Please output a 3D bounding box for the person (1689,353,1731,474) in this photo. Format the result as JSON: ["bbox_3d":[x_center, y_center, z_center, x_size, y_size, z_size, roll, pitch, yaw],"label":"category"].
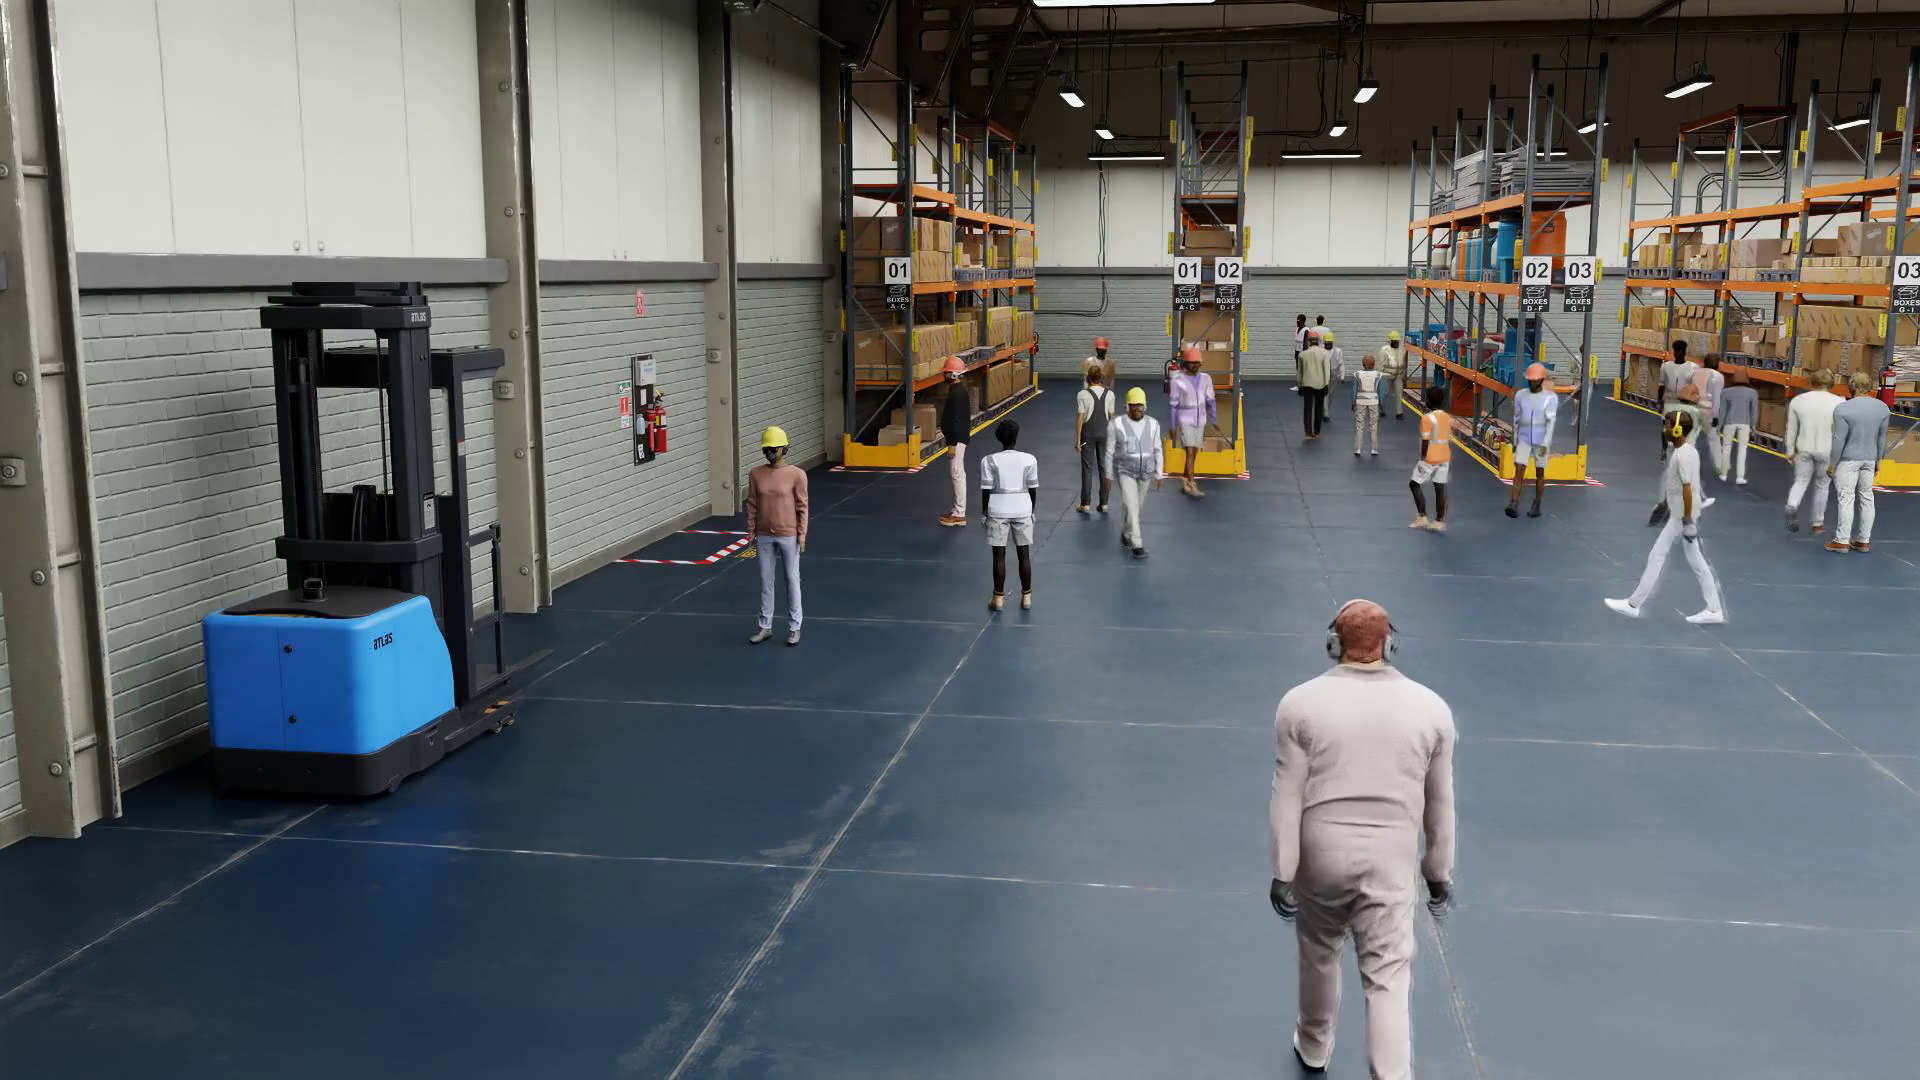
[{"bbox_3d":[11.054,-1.872,24.663,0.941,1.797,0.648,-4,10,-24],"label":"person"}]

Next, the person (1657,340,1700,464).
[{"bbox_3d":[11.122,-2.129,25.793,0.637,1.935,0.716,6,11,33],"label":"person"}]

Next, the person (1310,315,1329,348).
[{"bbox_3d":[9.268,-4.872,42.936,0.531,1.870,0.316,1,9,3],"label":"person"}]

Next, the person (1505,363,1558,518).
[{"bbox_3d":[6.918,-1.185,20.144,0.543,1.885,0.968,6,11,32],"label":"person"}]

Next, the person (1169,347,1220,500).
[{"bbox_3d":[3.113,-1.571,22.197,0.615,2.004,0.909,-4,10,-22],"label":"person"}]

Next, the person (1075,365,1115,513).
[{"bbox_3d":[1.688,-1.267,20.808,0.505,1.841,0.331,-3,10,-19],"label":"person"}]

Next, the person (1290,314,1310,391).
[{"bbox_3d":[8.580,-4.703,41.748,0.392,1.919,0.591,-2,9,-14],"label":"person"}]

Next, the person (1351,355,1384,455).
[{"bbox_3d":[6.658,-2.203,27.191,0.522,1.637,0.305,2,9,12],"label":"person"}]

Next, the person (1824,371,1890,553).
[{"bbox_3d":[9.587,-0.833,17.817,0.629,1.940,0.373,-2,9,-9],"label":"person"}]

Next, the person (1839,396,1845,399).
[{"bbox_3d":[17.712,-3.374,33.762,0.593,1.839,0.954,0,9,-1],"label":"person"}]

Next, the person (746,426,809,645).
[{"bbox_3d":[-1.482,-0.037,13.440,0.530,1.768,0.312,3,10,16],"label":"person"}]

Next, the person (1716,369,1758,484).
[{"bbox_3d":[11.098,-1.622,23.751,0.527,1.598,0.675,4,10,22],"label":"person"}]

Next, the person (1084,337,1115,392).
[{"bbox_3d":[2.331,-2.464,27.974,0.546,1.915,0.773,-1,9,-5],"label":"person"}]

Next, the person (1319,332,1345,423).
[{"bbox_3d":[7.390,-3.274,33.356,0.599,1.795,0.908,0,9,-1],"label":"person"}]

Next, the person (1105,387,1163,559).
[{"bbox_3d":[1.851,-0.739,17.698,0.602,1.791,0.943,-2,10,-15],"label":"person"}]

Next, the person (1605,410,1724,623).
[{"bbox_3d":[6.142,-0.203,14.294,0.959,1.822,0.506,6,11,33],"label":"person"}]

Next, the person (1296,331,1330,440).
[{"bbox_3d":[6.334,-2.770,29.829,0.627,1.910,1.032,4,10,21],"label":"person"}]

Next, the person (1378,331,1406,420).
[{"bbox_3d":[8.813,-3.381,34.000,0.609,1.796,0.872,-2,9,-10],"label":"person"}]

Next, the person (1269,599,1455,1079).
[{"bbox_3d":[1.433,1.152,5.925,0.667,1.844,0.953,1,9,5],"label":"person"}]

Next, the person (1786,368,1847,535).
[{"bbox_3d":[9.709,-0.996,18.914,0.631,1.920,0.765,9,13,43],"label":"person"}]

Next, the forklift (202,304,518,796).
[{"bbox_3d":[-3.673,-0.038,10.147,1.129,2.768,1.873,1,9,9],"label":"forklift"}]

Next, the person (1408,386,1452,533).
[{"bbox_3d":[5.398,-0.930,19.180,0.552,1.680,0.496,-8,12,-39],"label":"person"}]

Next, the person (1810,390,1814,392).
[{"bbox_3d":[20.022,-4.317,39.443,0.892,1.894,0.594,4,10,25],"label":"person"}]

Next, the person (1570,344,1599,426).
[{"bbox_3d":[12.054,-2.991,32.103,0.526,1.623,0.541,3,10,18],"label":"person"}]

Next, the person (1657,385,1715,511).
[{"bbox_3d":[9.131,-1.158,20.912,0.866,1.584,0.508,-4,10,-23],"label":"person"}]

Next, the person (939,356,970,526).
[{"bbox_3d":[-0.063,-1.180,19.778,0.375,1.997,0.612,0,9,2],"label":"person"}]

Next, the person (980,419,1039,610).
[{"bbox_3d":[0.434,-0.226,14.805,0.536,1.699,0.322,-2,9,-11],"label":"person"}]
